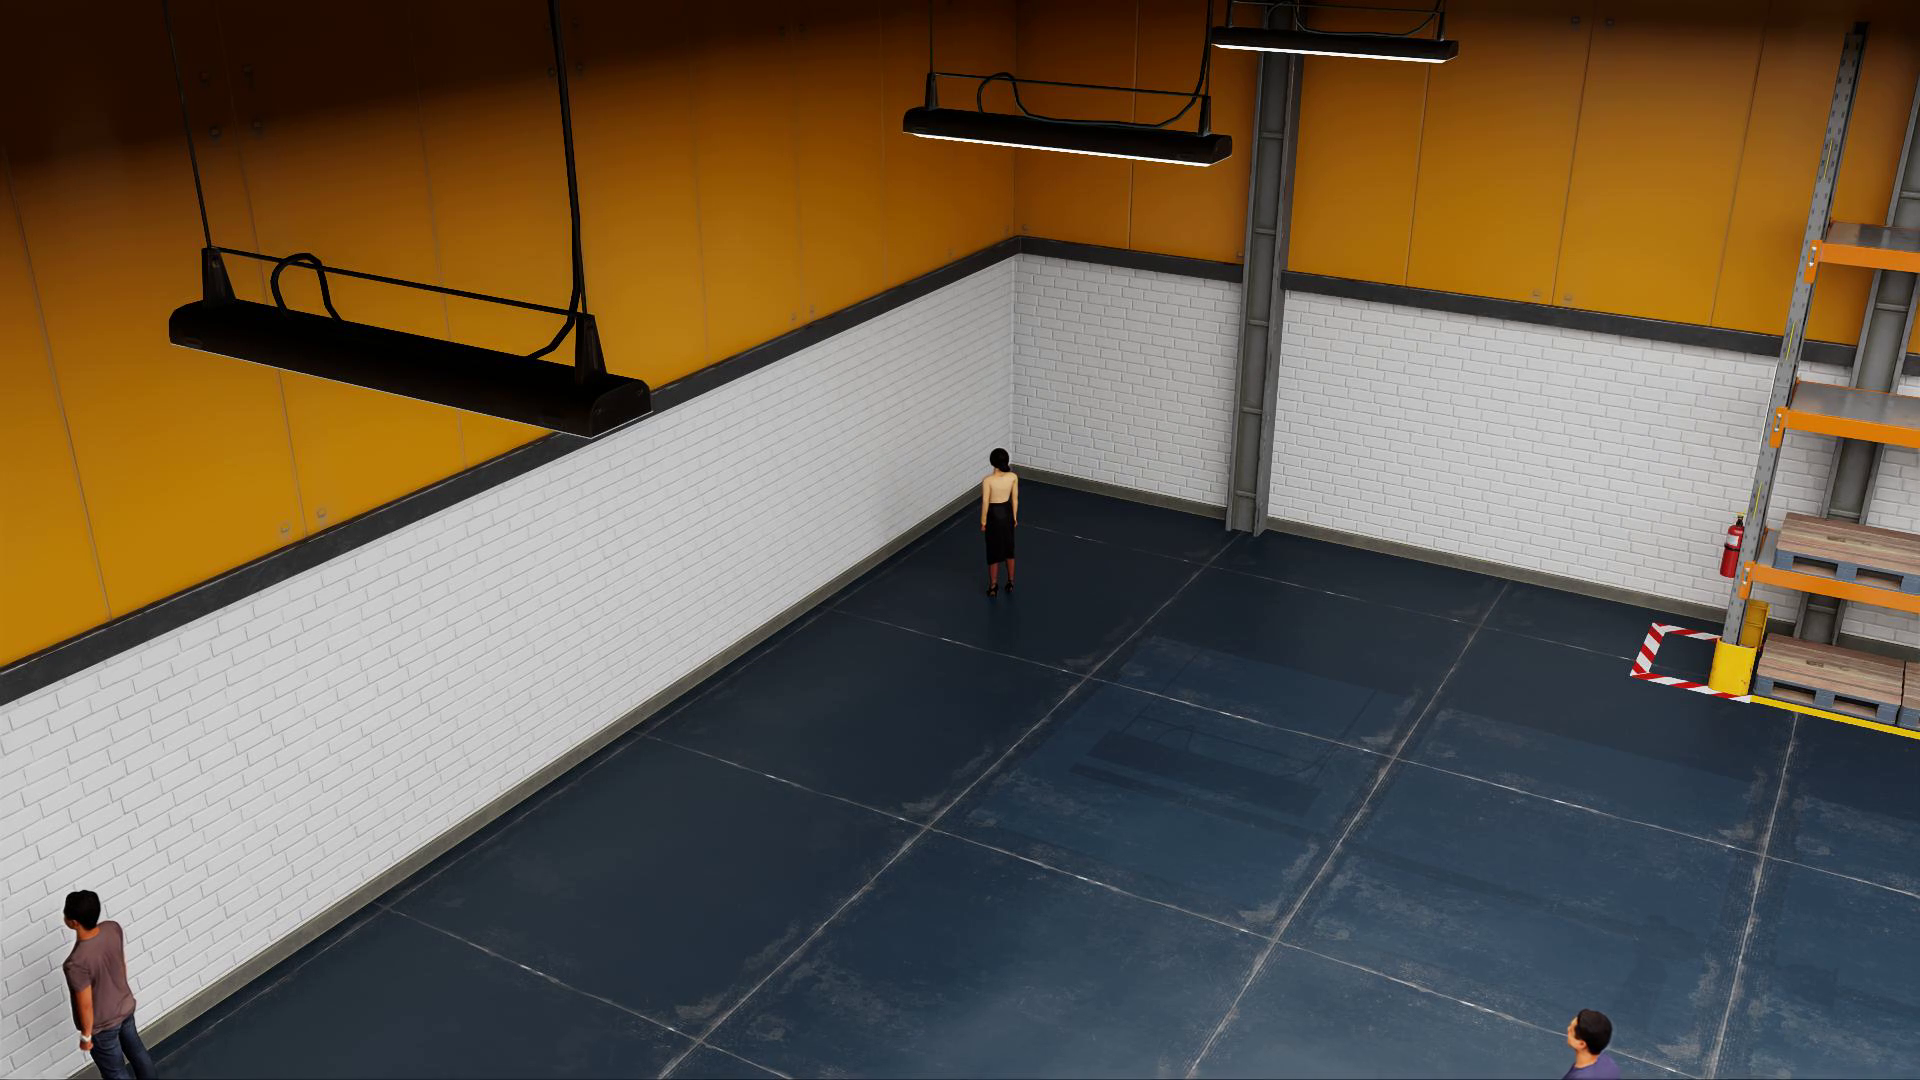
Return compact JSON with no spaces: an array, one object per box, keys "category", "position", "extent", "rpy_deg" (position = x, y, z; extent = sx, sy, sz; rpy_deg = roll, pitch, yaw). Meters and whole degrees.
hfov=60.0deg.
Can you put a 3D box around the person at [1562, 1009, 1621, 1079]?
[{"category":"person","position":[3.389,3.346,9.164],"extent":[0.564,1.791,0.684],"rpy_deg":[18,29,35]}]

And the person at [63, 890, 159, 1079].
[{"category":"person","position":[-5.212,2.900,10.200],"extent":[0.680,1.779,0.700],"rpy_deg":[3,24,6]}]

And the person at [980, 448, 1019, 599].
[{"category":"person","position":[0.414,-0.188,17.422],"extent":[0.665,1.653,0.712],"rpy_deg":[-9,25,-19]}]
